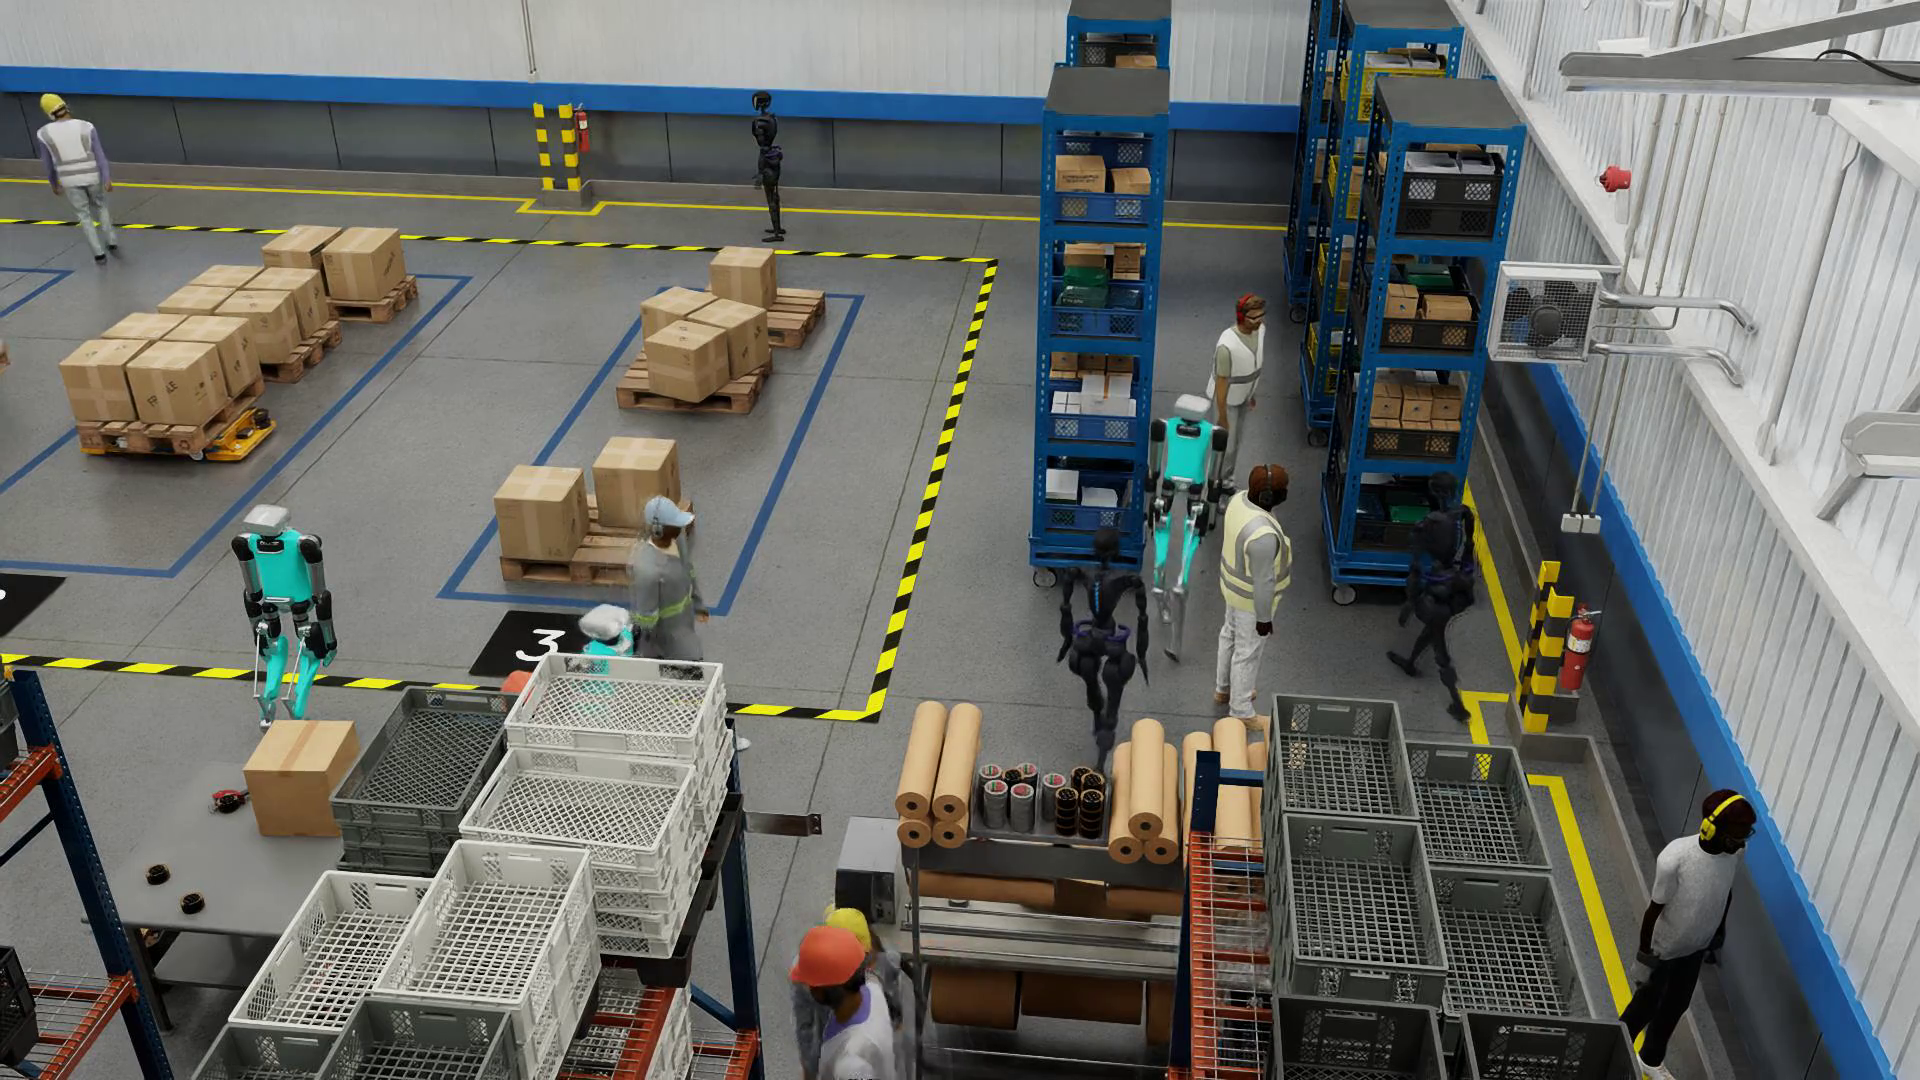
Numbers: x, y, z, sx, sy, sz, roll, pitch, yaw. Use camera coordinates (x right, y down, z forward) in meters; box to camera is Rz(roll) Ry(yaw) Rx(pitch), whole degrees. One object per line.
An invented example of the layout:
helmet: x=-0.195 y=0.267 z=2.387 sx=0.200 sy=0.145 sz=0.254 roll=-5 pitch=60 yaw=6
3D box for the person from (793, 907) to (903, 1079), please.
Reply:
person: x=-0.493 y=2.219 z=7.450 sx=0.498 sy=1.681 sz=0.924 roll=-6 pitch=31 yaw=-10

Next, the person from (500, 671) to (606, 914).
person: x=-2.077 y=1.498 z=8.450 sx=0.381 sy=1.929 sz=0.545 roll=16 pitch=34 yaw=25

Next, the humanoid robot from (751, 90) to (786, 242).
humanoid robot: x=-2.124 y=-4.127 z=18.348 sx=0.315 sy=1.657 sz=0.599 roll=2 pitch=30 yaw=4

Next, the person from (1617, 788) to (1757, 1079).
person: x=3.382 y=1.921 z=7.803 sx=0.513 sy=1.853 sz=0.335 roll=-11 pitch=32 yaw=-18

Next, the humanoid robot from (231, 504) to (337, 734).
humanoid robot: x=-4.067 y=0.661 z=9.945 sx=0.533 sy=1.677 sz=0.735 roll=3 pitch=30 yaw=5

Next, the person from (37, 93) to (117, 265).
person: x=-9.433 y=-3.868 z=17.803 sx=0.609 sy=1.788 sz=0.672 roll=-17 pitch=34 yaw=-26

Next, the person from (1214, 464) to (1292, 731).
person: x=1.858 y=0.343 z=10.521 sx=0.429 sy=1.841 sz=0.633 roll=-4 pitch=30 yaw=-7

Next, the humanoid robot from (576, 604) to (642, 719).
humanoid robot: x=-2.170 y=1.109 z=9.332 sx=1.005 sy=1.741 sz=0.563 roll=10 pitch=32 yaw=16

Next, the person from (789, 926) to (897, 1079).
person: x=-0.322 y=2.416 z=6.805 sx=0.939 sy=1.992 sz=0.684 roll=0 pitch=30 yaw=-1

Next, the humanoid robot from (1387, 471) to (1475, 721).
humanoid robot: x=3.140 y=0.338 z=10.764 sx=0.610 sy=1.616 sz=0.829 roll=-17 pitch=34 yaw=-27

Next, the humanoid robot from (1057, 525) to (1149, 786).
humanoid robot: x=0.860 y=0.684 z=10.159 sx=0.601 sy=1.624 sz=0.782 roll=10 pitch=32 yaw=17

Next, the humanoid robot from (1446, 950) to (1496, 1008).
humanoid robot: x=2.449 y=1.993 z=7.862 sx=0.601 sy=1.642 sz=0.462 roll=4 pitch=30 yaw=7

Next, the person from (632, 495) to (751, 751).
person: x=-1.819 y=0.503 z=10.273 sx=0.905 sy=1.819 sz=0.586 roll=3 pitch=30 yaw=5

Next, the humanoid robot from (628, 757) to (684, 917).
humanoid robot: x=-1.667 y=1.549 z=8.647 sx=0.588 sy=1.637 sz=0.658 roll=-12 pitch=32 yaw=-20

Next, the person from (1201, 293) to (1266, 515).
person: x=2.130 y=-1.084 z=12.984 sx=0.413 sy=1.831 sz=0.562 roll=23 pitch=37 yaw=34

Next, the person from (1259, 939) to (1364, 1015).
person: x=1.504 y=2.144 z=7.378 sx=0.704 sy=1.891 sz=0.610 roll=-13 pitch=33 yaw=-22

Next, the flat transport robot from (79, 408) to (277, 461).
flat transport robot: x=-6.706 y=-0.943 z=14.265 sx=1.431 sy=0.197 sz=0.652 roll=3 pitch=30 yaw=6

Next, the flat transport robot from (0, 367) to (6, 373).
flat transport robot: x=-9.337 y=-1.345 z=14.956 sx=0.652 sy=0.197 sz=1.431 roll=3 pitch=30 yaw=6

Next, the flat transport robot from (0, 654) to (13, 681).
flat transport robot: x=-7.142 y=0.969 z=11.010 sx=1.431 sy=0.231 sz=0.659 roll=3 pitch=30 yaw=6

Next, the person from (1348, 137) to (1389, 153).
person: x=4.353 y=-3.982 z=17.933 sx=0.510 sy=1.864 sz=0.319 roll=11 pitch=32 yaw=18

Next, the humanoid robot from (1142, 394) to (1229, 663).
humanoid robot: x=1.449 y=-0.006 z=11.272 sx=0.547 sy=1.805 sz=0.907 roll=8 pitch=31 yaw=13
